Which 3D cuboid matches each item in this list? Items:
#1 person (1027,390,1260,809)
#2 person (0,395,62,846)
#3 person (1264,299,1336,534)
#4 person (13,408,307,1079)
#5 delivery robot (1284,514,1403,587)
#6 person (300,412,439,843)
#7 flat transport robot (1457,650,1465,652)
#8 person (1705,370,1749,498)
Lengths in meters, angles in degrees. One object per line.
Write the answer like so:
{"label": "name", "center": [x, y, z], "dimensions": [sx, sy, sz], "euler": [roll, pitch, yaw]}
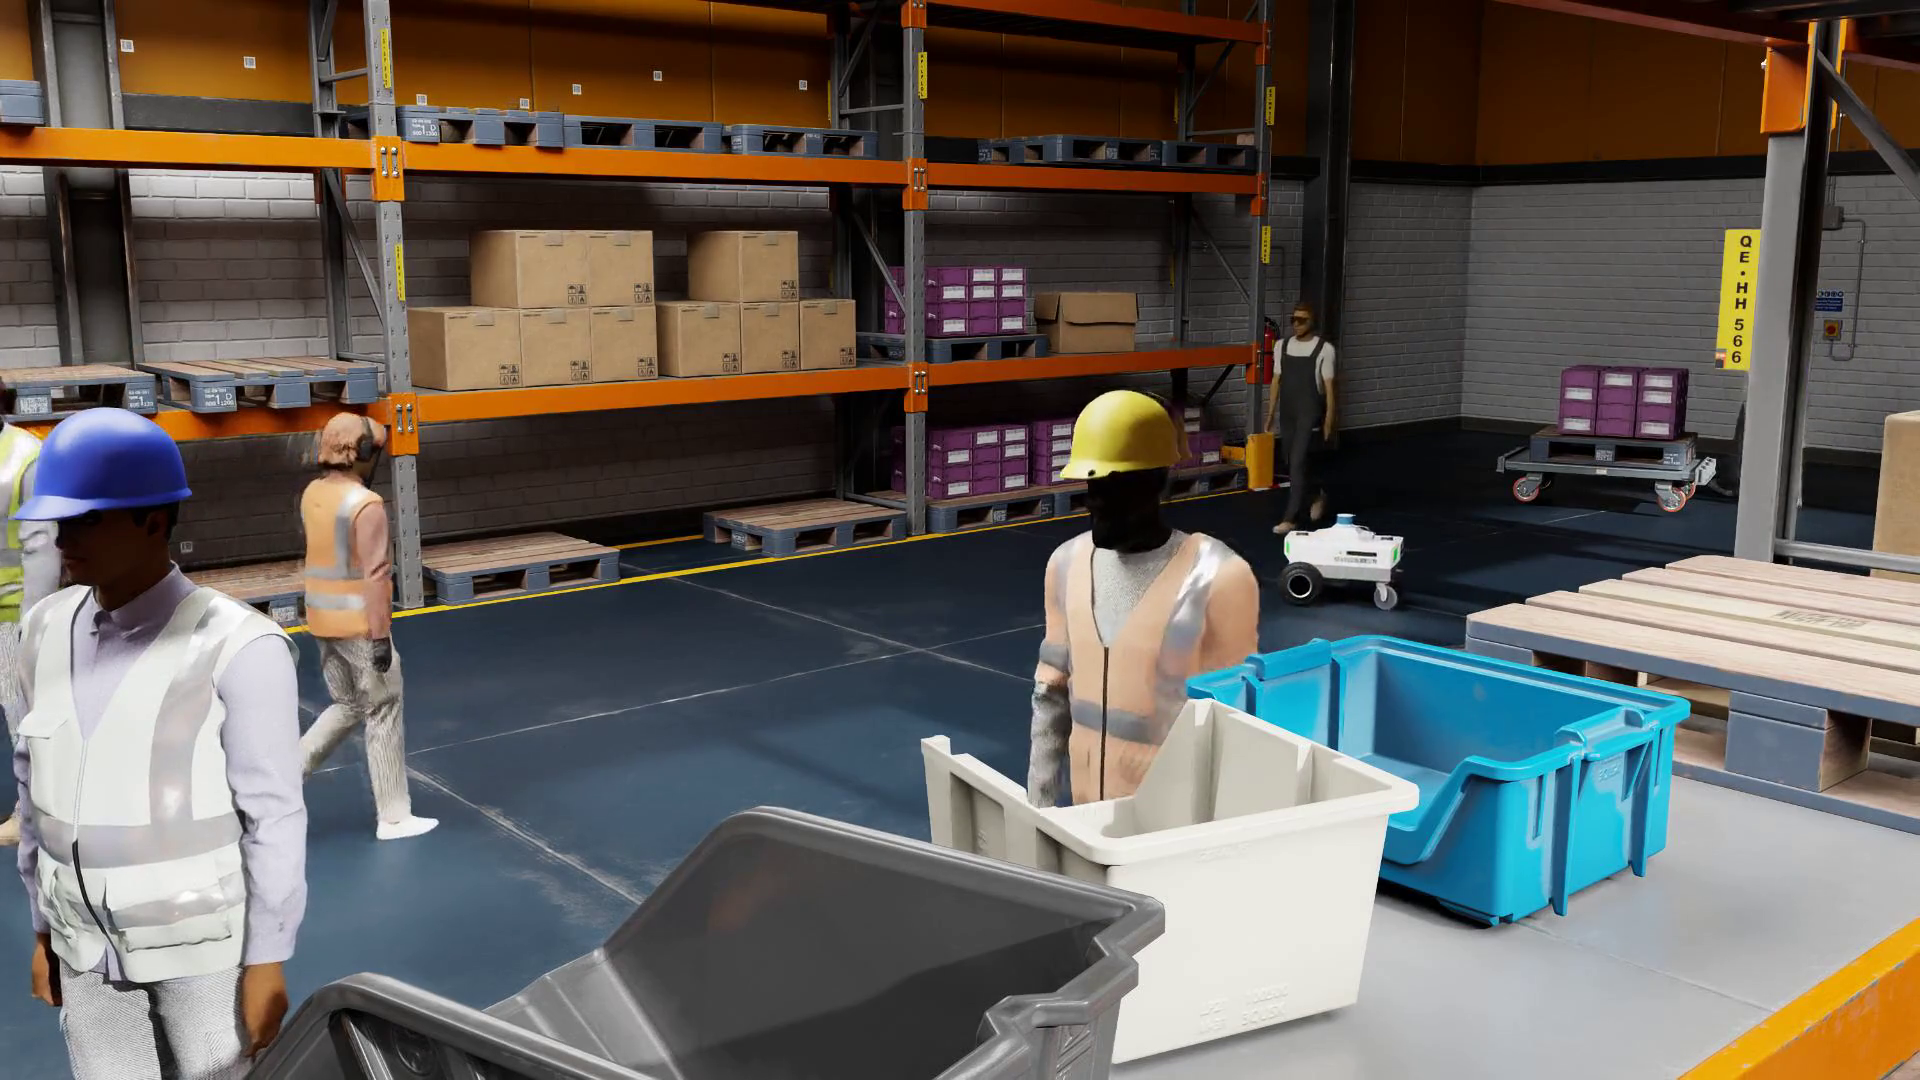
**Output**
{"label": "person", "center": [0.392, 0.608, 3.844], "dimensions": [0.431, 1.908, 0.618], "euler": [-9, 14, -41]}
{"label": "person", "center": [-3.562, 0.264, 6.063], "dimensions": [0.659, 1.811, 0.584], "euler": [2, 10, 12]}
{"label": "person", "center": [2.705, -0.982, 13.047], "dimensions": [0.518, 1.817, 0.861], "euler": [9, 13, 40]}
{"label": "person", "center": [-1.488, 0.724, 3.095], "dimensions": [0.601, 1.948, 0.386], "euler": [3, 11, 16]}
{"label": "delivery robot", "center": [2.388, 0.079, 10.344], "dimensions": [0.707, 0.478, 0.477], "euler": [3, 11, 18]}
{"label": "person", "center": [-2.321, 0.341, 6.150], "dimensions": [0.547, 1.617, 0.540], "euler": [8, 13, 39]}
{"label": "flat transport robot", "center": [2.209, 0.700, 7.923], "dimensions": [1.431, 0.197, 0.652], "euler": [-3, 11, -17]}
{"label": "person", "center": [6.853, -1.219, 14.224], "dimensions": [0.618, 1.853, 1.041], "euler": [-2, 10, -11]}
